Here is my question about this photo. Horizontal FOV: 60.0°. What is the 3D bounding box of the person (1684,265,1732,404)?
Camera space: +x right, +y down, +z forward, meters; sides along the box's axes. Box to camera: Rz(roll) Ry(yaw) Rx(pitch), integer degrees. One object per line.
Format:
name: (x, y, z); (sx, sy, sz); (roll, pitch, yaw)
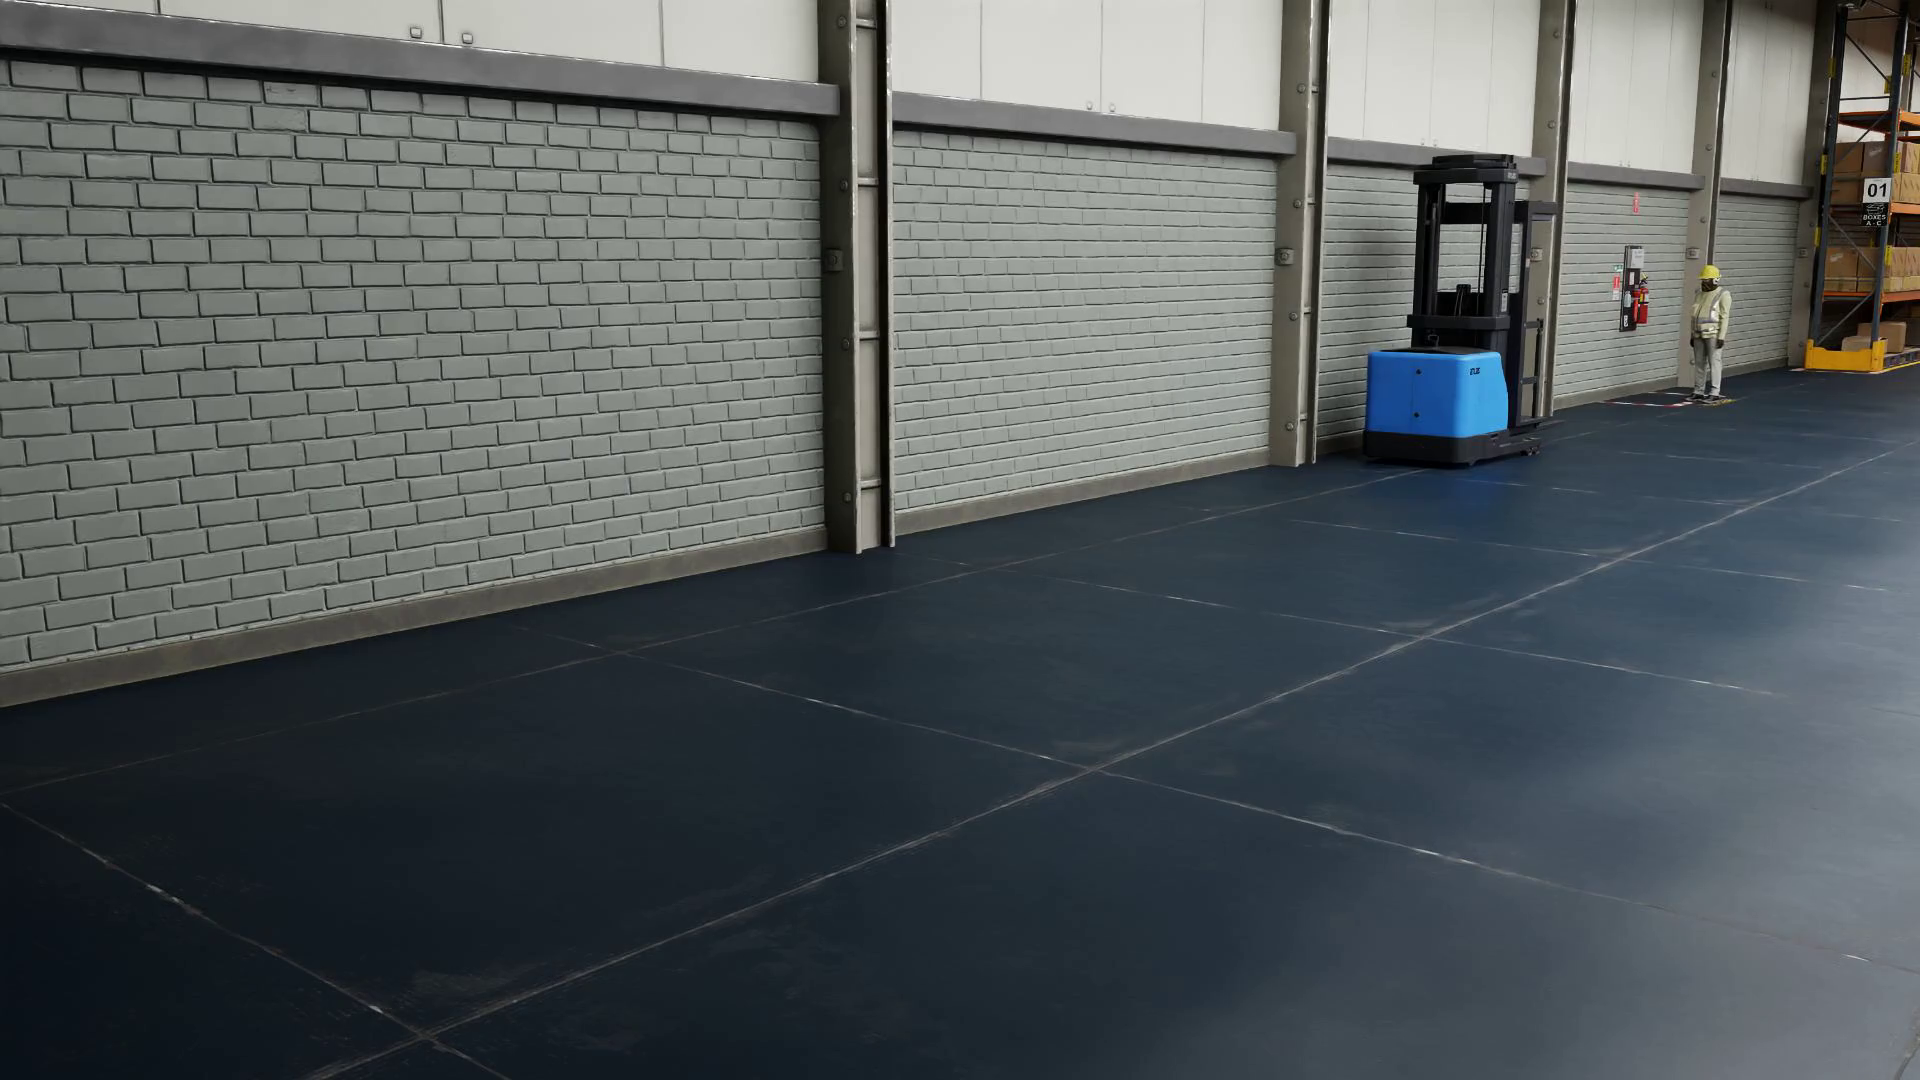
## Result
person: (9.980, -2.745, 22.214); (0.403, 1.824, 0.594); (-4, 11, -22)

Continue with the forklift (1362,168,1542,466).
forklift: (4.875, -2.212, 16.287); (1.129, 2.768, 1.873); (8, 13, 40)
